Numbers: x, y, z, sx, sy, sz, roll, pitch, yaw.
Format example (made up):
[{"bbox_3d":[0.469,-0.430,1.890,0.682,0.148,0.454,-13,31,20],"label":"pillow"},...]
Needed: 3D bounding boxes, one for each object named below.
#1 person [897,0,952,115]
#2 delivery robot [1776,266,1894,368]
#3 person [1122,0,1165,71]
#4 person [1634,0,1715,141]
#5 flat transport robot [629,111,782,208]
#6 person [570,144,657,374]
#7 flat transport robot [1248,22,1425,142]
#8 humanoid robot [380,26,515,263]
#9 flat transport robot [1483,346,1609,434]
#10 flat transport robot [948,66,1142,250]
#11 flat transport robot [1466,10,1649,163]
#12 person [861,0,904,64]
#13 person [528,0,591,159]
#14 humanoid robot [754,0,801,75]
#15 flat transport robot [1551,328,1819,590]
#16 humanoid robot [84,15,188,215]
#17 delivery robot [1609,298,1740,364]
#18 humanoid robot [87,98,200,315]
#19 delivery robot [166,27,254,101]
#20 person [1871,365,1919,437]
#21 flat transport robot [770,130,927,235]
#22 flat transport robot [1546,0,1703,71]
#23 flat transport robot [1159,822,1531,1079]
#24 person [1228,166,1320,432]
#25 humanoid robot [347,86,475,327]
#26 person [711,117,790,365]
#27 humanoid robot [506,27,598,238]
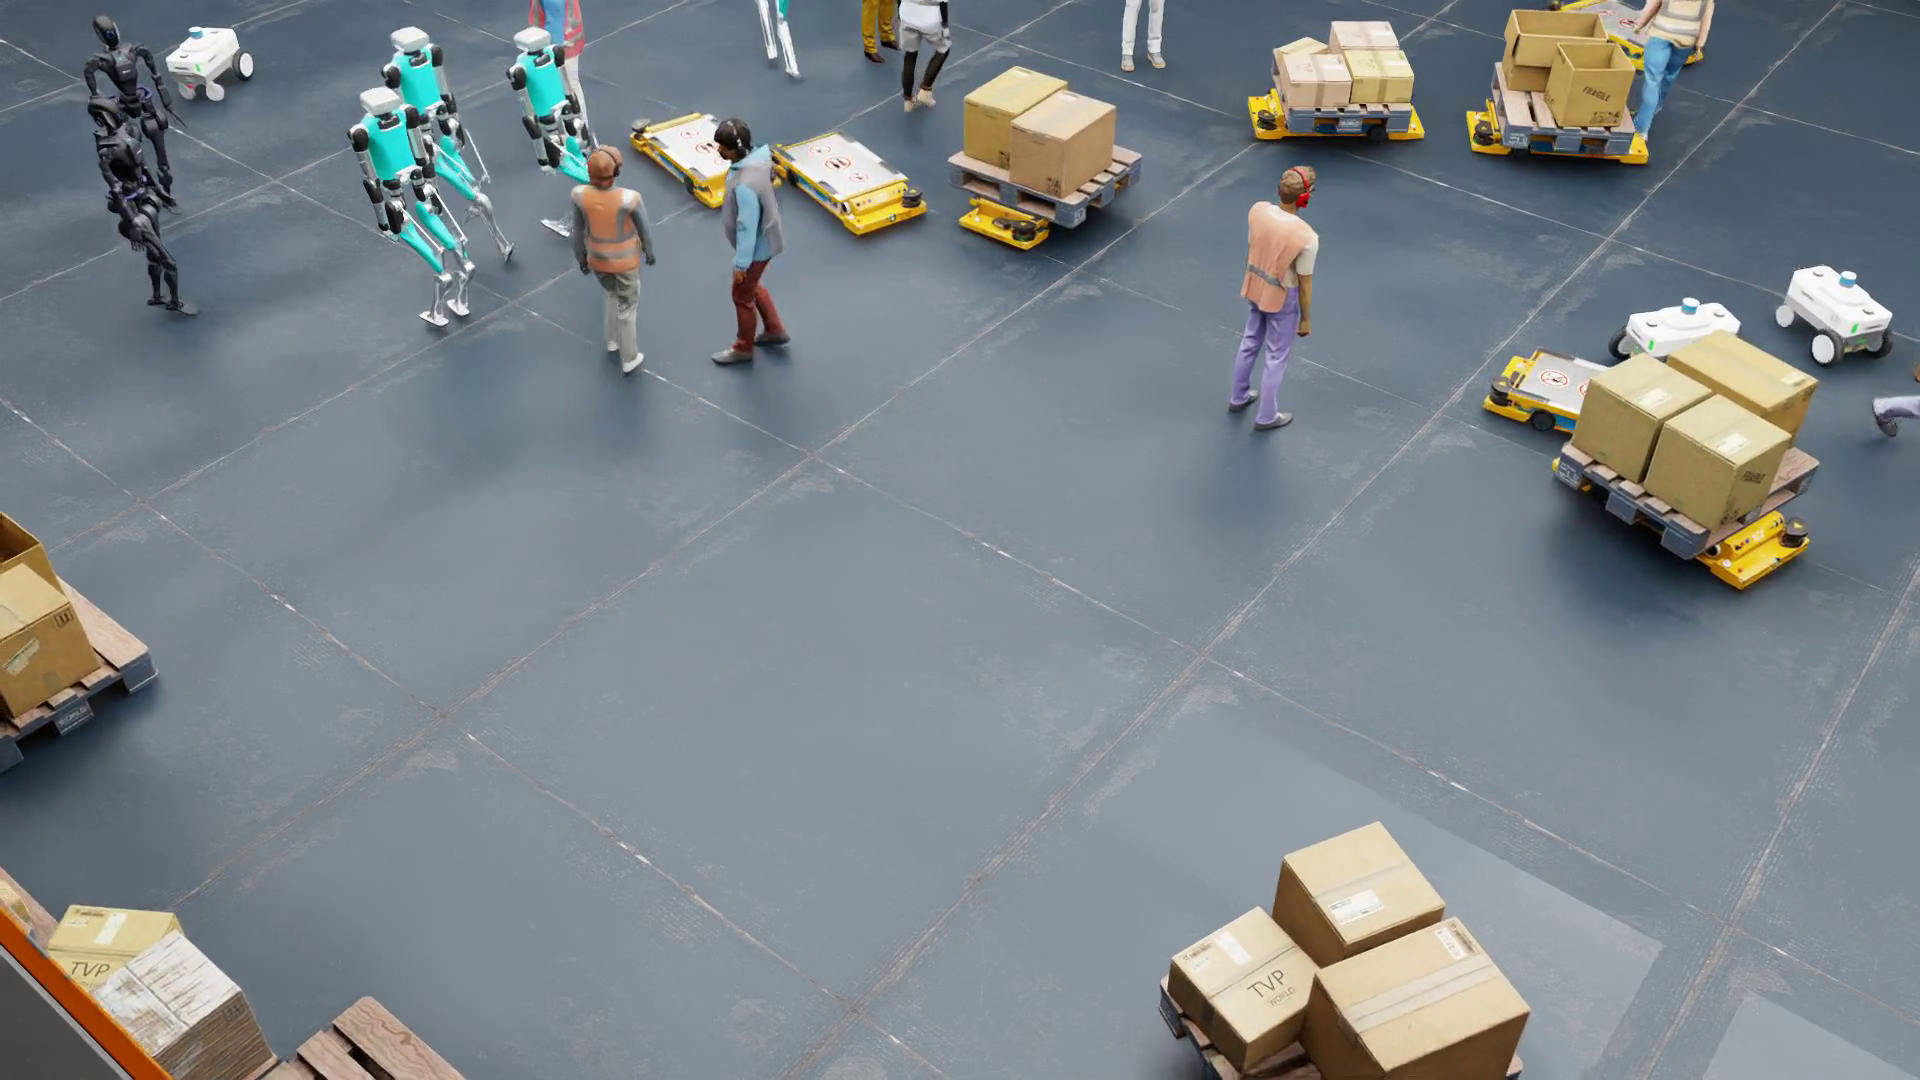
[{"bbox_3d":[-0.322,-4.439,14.206,0.603,1.668,0.411,25,46,26],"label":"person"},{"bbox_3d":[6.192,-1.607,11.740,0.499,0.585,0.765,-11,42,-13],"label":"delivery robot"},{"bbox_3d":[1.714,-5.147,14.886,0.572,1.886,0.359,-6,41,-7],"label":"person"},{"bbox_3d":[5.964,-4.221,13.957,0.554,1.671,0.889,11,42,13],"label":"person"},{"bbox_3d":[-2.134,-3.198,13.840,0.659,0.231,1.431,-25,46,-27],"label":"flat transport robot"},{"bbox_3d":[-2.327,-1.908,11.275,0.509,1.623,0.499,11,41,12],"label":"person"},{"bbox_3d":[3.259,-3.705,14.436,1.431,0.231,0.659,0,40,0],"label":"flat transport robot"},{"bbox_3d":[-3.672,-2.859,12.333,0.936,1.775,0.539,21,45,23],"label":"humanoid robot"},{"bbox_3d":[4.309,-0.881,11.114,1.431,0.231,0.659,22,45,24],"label":"flat transport robot"},{"bbox_3d":[0.678,-2.778,13.346,0.659,0.231,1.431,26,47,27],"label":"flat transport robot"},{"bbox_3d":[5.083,-3.485,14.178,1.431,0.231,0.659,6,41,6],"label":"flat transport robot"},{"bbox_3d":[-0.709,-5.241,15.096,0.338,1.753,0.535,24,46,25],"label":"person"},{"bbox_3d":[-3.280,-4.028,13.615,0.429,1.830,0.633,-5,41,-5],"label":"person"},{"bbox_3d":[-1.668,-5.050,14.877,0.553,1.756,0.929,-10,41,-12],"label":"humanoid robot"},{"bbox_3d":[4.483,-0.260,10.383,0.659,0.231,1.431,-24,46,-26],"label":"flat transport robot"},{"bbox_3d":[-6.336,-3.263,12.833,0.361,1.647,0.600,32,50,32],"label":"humanoid robot"},{"bbox_3d":[4.944,-1.378,11.481,0.771,0.599,0.525,-9,41,-10],"label":"delivery robot"},{"bbox_3d":[-5.795,-2.369,11.783,0.449,1.647,0.600,-1,40,-1],"label":"humanoid robot"},{"bbox_3d":[-6.751,-4.310,14.935,0.525,0.604,0.775,7,41,8],"label":"delivery robot"},{"bbox_3d":[6.175,-1.162,10.265,0.607,1.807,0.762,-3,40,-4],"label":"person"},{"bbox_3d":[-0.937,-2.935,13.531,0.659,0.231,1.431,-24,46,-26],"label":"flat transport robot"},{"bbox_3d":[6.255,-4.811,15.738,0.659,0.231,1.431,-20,44,-21],"label":"flat transport robot"},{"bbox_3d":[1.633,2.329,7.339,0.659,0.231,1.431,-16,43,-18],"label":"flat transport robot"},{"bbox_3d":[2.012,-1.532,10.669,0.377,1.837,0.562,-24,46,-25],"label":"person"},{"bbox_3d":[-3.707,-2.257,11.527,0.745,1.700,0.531,27,47,28],"label":"humanoid robot"},{"bbox_3d":[-1.458,-1.989,11.179,0.556,1.862,0.587,-4,41,-5],"label":"person"},{"bbox_3d":[-2.808,-2.876,12.352,0.979,1.743,0.536,22,45,24],"label":"humanoid robot"}]
